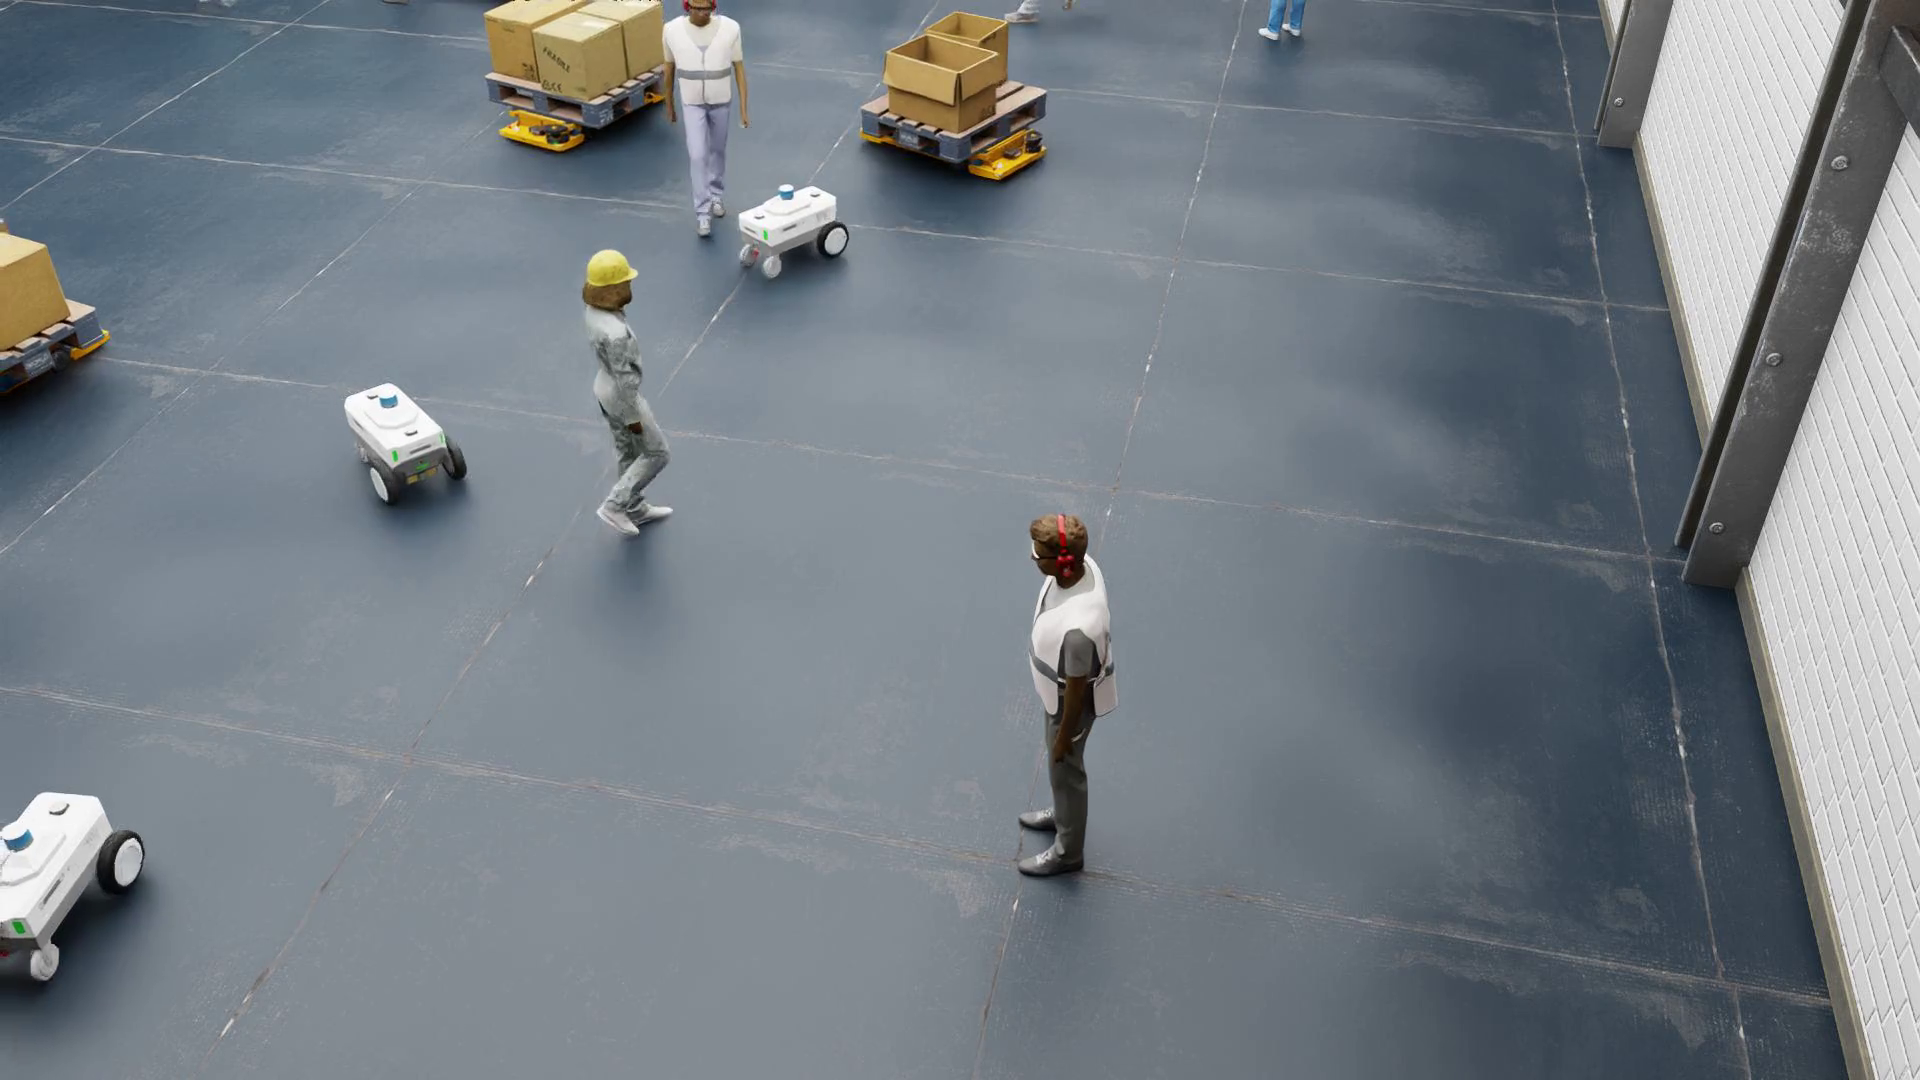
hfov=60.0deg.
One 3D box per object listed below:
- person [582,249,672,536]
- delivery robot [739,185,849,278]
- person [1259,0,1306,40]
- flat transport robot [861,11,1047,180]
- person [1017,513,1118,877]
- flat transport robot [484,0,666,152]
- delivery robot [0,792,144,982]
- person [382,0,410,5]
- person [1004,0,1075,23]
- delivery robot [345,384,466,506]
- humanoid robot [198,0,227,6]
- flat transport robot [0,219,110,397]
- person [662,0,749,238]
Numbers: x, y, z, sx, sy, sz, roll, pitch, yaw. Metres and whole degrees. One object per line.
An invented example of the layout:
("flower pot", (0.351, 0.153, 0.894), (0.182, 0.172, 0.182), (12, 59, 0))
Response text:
("person", (-1.812, -0.780, 9.032), (0.378, 1.730, 0.501), (-16, 39, -20))
("delivery robot", (-1.226, -2.279, 12.022), (0.773, 0.586, 0.499), (-30, 46, -34))
("person", (3.068, -5.512, 15.383), (0.481, 1.719, 0.377), (-20, 41, -25))
("flat transport robot", (-0.061, -3.306, 13.642), (1.431, 0.231, 0.659), (25, 43, 29))
("person", (0.456, 0.655, 7.040), (0.409, 1.832, 0.566), (-1, 37, -1))
("flat transport robot", (-3.188, -3.688, 14.153), (0.659, 0.231, 1.431), (19, 41, 24))
("delivery robot", (-3.910, 1.426, 7.064), (0.499, 0.586, 0.773), (4, 37, 5))
("person", (-5.538, -6.179, 16.153), (0.417, 1.870, 0.535), (17, 40, 21))
("person", (0.800, -5.826, 15.682), (0.675, 1.869, 0.589), (0, 37, 0))
("delivery robot", (-3.293, -0.587, 9.782), (0.499, 0.614, 0.790), (-27, 44, -31))
("humanoid robot", (-7.368, -5.953, 16.028), (0.548, 1.879, 0.754), (9, 38, 12))
("flat transport robot", (-6.299, -1.112, 10.706), (0.659, 0.231, 1.431), (16, 40, 21))
("person", (-1.825, -3.128, 12.110), (0.573, 1.814, 0.787), (-9, 38, -11))
